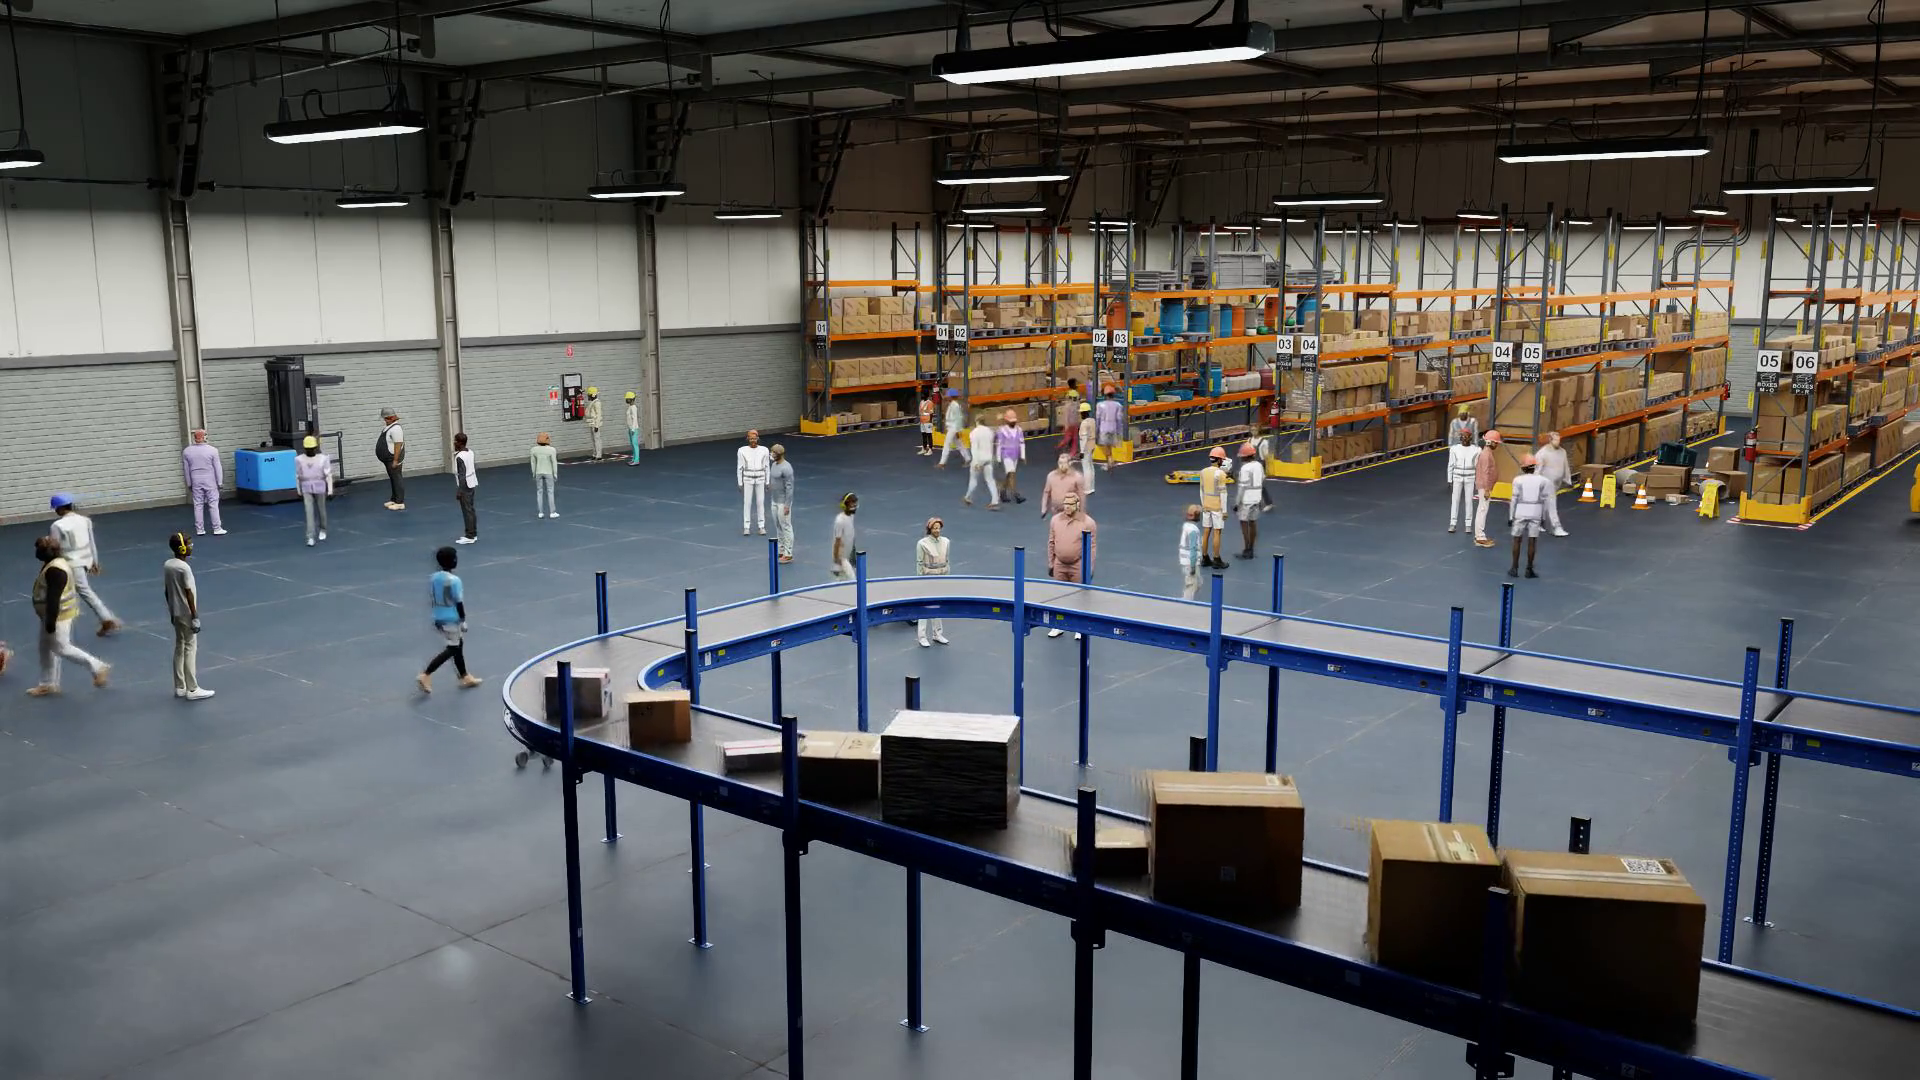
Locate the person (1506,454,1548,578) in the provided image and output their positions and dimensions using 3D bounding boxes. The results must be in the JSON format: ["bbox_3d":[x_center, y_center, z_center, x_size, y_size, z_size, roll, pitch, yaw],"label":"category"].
[{"bbox_3d":[8.762,-0.368,24.157,0.584,1.915,0.354,2,10,9],"label":"person"}]

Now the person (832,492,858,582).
[{"bbox_3d":[-1.495,0.261,20.841,0.647,1.827,0.662,2,10,9],"label":"person"}]

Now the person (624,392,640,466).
[{"bbox_3d":[-7.887,-2.677,37.564,0.310,1.768,0.533,-4,11,-21],"label":"person"}]

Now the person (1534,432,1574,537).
[{"bbox_3d":[10.588,-1.014,27.967,0.640,1.855,0.984,-6,12,-30],"label":"person"}]

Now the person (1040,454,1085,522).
[{"bbox_3d":[1.635,-0.444,24.752,0.648,1.855,0.986,7,12,33],"label":"person"}]

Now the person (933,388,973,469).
[{"bbox_3d":[-0.120,-2.630,36.915,0.985,1.911,0.621,-1,10,-7],"label":"person"}]

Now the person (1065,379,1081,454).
[{"bbox_3d":[2.865,-3.142,39.770,0.428,1.925,0.699,6,12,32],"label":"person"}]

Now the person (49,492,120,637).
[{"bbox_3d":[-11.486,0.316,20.405,1.014,1.892,0.611,1,10,7],"label":"person"}]

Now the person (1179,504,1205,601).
[{"bbox_3d":[3.126,0.326,21.064,0.412,1.620,0.534,-1,10,-3],"label":"person"}]

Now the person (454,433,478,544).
[{"bbox_3d":[-8.588,-0.908,27.173,0.392,1.920,0.587,0,10,-2],"label":"person"}]

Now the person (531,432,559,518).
[{"bbox_3d":[-7.926,-1.241,29.848,0.501,1.633,0.284,1,10,5],"label":"person"}]

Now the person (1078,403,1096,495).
[{"bbox_3d":[2.646,-1.920,32.854,0.380,1.922,0.593,5,11,25],"label":"person"}]

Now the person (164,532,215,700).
[{"bbox_3d":[-8.660,0.837,17.489,0.537,1.869,0.312,8,13,36],"label":"person"}]

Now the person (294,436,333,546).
[{"bbox_3d":[-11.201,-0.880,27.154,0.608,1.881,1.001,-2,10,-13],"label":"person"}]

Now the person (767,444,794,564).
[{"bbox_3d":[-2.905,-0.597,25.382,0.371,1.935,0.627,-6,12,-30],"label":"person"}]

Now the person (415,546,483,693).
[{"bbox_3d":[-5.830,0.898,17.703,0.769,1.674,0.534,-8,13,-39],"label":"person"}]

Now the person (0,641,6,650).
[{"bbox_3d":[-12.334,0.578,19.174,0.969,1.779,0.648,-6,12,-29],"label":"person"}]

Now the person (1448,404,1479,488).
[{"bbox_3d":[10.819,-2.017,33.699,0.630,1.814,0.520,5,11,27],"label":"person"}]

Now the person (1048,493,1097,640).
[{"bbox_3d":[1.428,0.331,20.234,0.640,1.910,0.401,5,11,24],"label":"person"}]

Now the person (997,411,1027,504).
[{"bbox_3d":[1.065,-1.661,31.515,0.538,1.871,0.995,-6,12,-31],"label":"person"}]

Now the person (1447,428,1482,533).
[{"bbox_3d":[9.086,-1.073,28.209,0.584,1.880,0.349,4,11,21],"label":"person"}]

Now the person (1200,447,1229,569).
[{"bbox_3d":[4.073,-0.520,24.964,0.374,1.928,0.543,-7,12,-34],"label":"person"}]

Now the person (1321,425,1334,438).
[{"bbox_3d":[10.146,-3.713,43.182,0.636,1.842,0.429,9,13,41],"label":"person"}]

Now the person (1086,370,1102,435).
[{"bbox_3d":[3.767,-3.888,44.162,0.384,1.841,0.565,-8,13,-39],"label":"person"}]

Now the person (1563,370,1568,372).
[{"bbox_3d":[18.490,-4.418,47.804,0.525,1.602,0.640,1,10,5],"label":"person"}]

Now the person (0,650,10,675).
[{"bbox_3d":[-11.547,0.702,17.986,0.841,1.967,0.614,-9,14,-42],"label":"person"}]

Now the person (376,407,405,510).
[{"bbox_3d":[-11.255,-1.612,30.916,0.535,2.000,0.674,-6,12,-29],"label":"person"}]

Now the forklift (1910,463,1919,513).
[{"bbox_3d":[19.034,-1.348,28.998,2.313,2.155,1.214,8,13,37],"label":"forklift"}]

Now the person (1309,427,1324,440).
[{"bbox_3d":[8.936,-3.011,39.160,0.532,1.867,0.319,9,13,40],"label":"person"}]

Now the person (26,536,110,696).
[{"bbox_3d":[-10.126,0.840,17.629,0.765,1.817,0.634,-7,12,-35],"label":"person"}]

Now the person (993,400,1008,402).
[{"bbox_3d":[1.092,-4.112,44.978,0.624,2.002,0.963,8,13,39],"label":"person"}]

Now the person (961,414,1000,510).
[{"bbox_3d":[0.404,-1.552,30.924,0.685,1.862,1.052,-9,14,-42],"label":"person"}]

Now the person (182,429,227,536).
[{"bbox_3d":[-13.451,-1.026,27.877,0.643,1.908,0.411,-1,10,-4],"label":"person"}]

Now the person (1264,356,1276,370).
[{"bbox_3d":[10.776,-5.580,54.354,0.536,1.595,0.787,-1,10,-5],"label":"person"}]

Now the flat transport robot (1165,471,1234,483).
[{"bbox_3d":[5.309,-1.401,34.707,1.431,0.197,0.652,0,10,1],"label":"flat transport robot"}]

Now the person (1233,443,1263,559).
[{"bbox_3d":[4.750,-0.636,25.680,0.398,1.906,0.609,10,14,44],"label":"person"}]

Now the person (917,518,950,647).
[{"bbox_3d":[-0.336,0.524,19.896,0.515,1.641,0.315,-8,13,-37],"label":"person"}]

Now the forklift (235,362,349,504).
[{"bbox_3d":[-13.803,-2.244,32.110,1.129,2.768,1.873,8,13,37],"label":"forklift"}]

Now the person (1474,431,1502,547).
[{"bbox_3d":[9.072,-0.896,26.919,0.393,1.985,0.611,3,11,17],"label":"person"}]

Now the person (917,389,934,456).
[{"bbox_3d":[-0.861,-2.966,39.397,0.320,1.692,0.531,-7,12,-34],"label":"person"}]

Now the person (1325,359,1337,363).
[{"bbox_3d":[12.577,-5.469,52.838,0.591,1.919,0.721,9,14,42],"label":"person"}]

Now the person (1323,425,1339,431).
[{"bbox_3d":[10.726,-4.125,45.272,0.610,1.939,1.056,5,11,28],"label":"person"}]

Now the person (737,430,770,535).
[{"bbox_3d":[-3.683,-1.032,27.967,0.585,1.882,0.343,-2,10,-13],"label":"person"}]

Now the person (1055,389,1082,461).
[{"bbox_3d":[2.696,-2.845,38.551,0.599,1.748,0.536,8,13,37],"label":"person"}]

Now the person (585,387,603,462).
[{"bbox_3d":[-8.947,-2.832,38.243,0.403,1.834,0.588,-5,11,-25],"label":"person"}]

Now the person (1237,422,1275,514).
[{"bbox_3d":[5.791,-1.393,30.271,0.984,1.803,0.510,-5,11,-28],"label":"person"}]

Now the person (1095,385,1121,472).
[{"bbox_3d":[3.443,-2.565,36.202,0.628,2.030,0.688,-4,11,-19],"label":"person"}]

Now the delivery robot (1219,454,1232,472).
[{"bbox_3d":[5.949,-1.699,35.320,0.477,0.478,0.707,3,10,15],"label":"delivery robot"}]
